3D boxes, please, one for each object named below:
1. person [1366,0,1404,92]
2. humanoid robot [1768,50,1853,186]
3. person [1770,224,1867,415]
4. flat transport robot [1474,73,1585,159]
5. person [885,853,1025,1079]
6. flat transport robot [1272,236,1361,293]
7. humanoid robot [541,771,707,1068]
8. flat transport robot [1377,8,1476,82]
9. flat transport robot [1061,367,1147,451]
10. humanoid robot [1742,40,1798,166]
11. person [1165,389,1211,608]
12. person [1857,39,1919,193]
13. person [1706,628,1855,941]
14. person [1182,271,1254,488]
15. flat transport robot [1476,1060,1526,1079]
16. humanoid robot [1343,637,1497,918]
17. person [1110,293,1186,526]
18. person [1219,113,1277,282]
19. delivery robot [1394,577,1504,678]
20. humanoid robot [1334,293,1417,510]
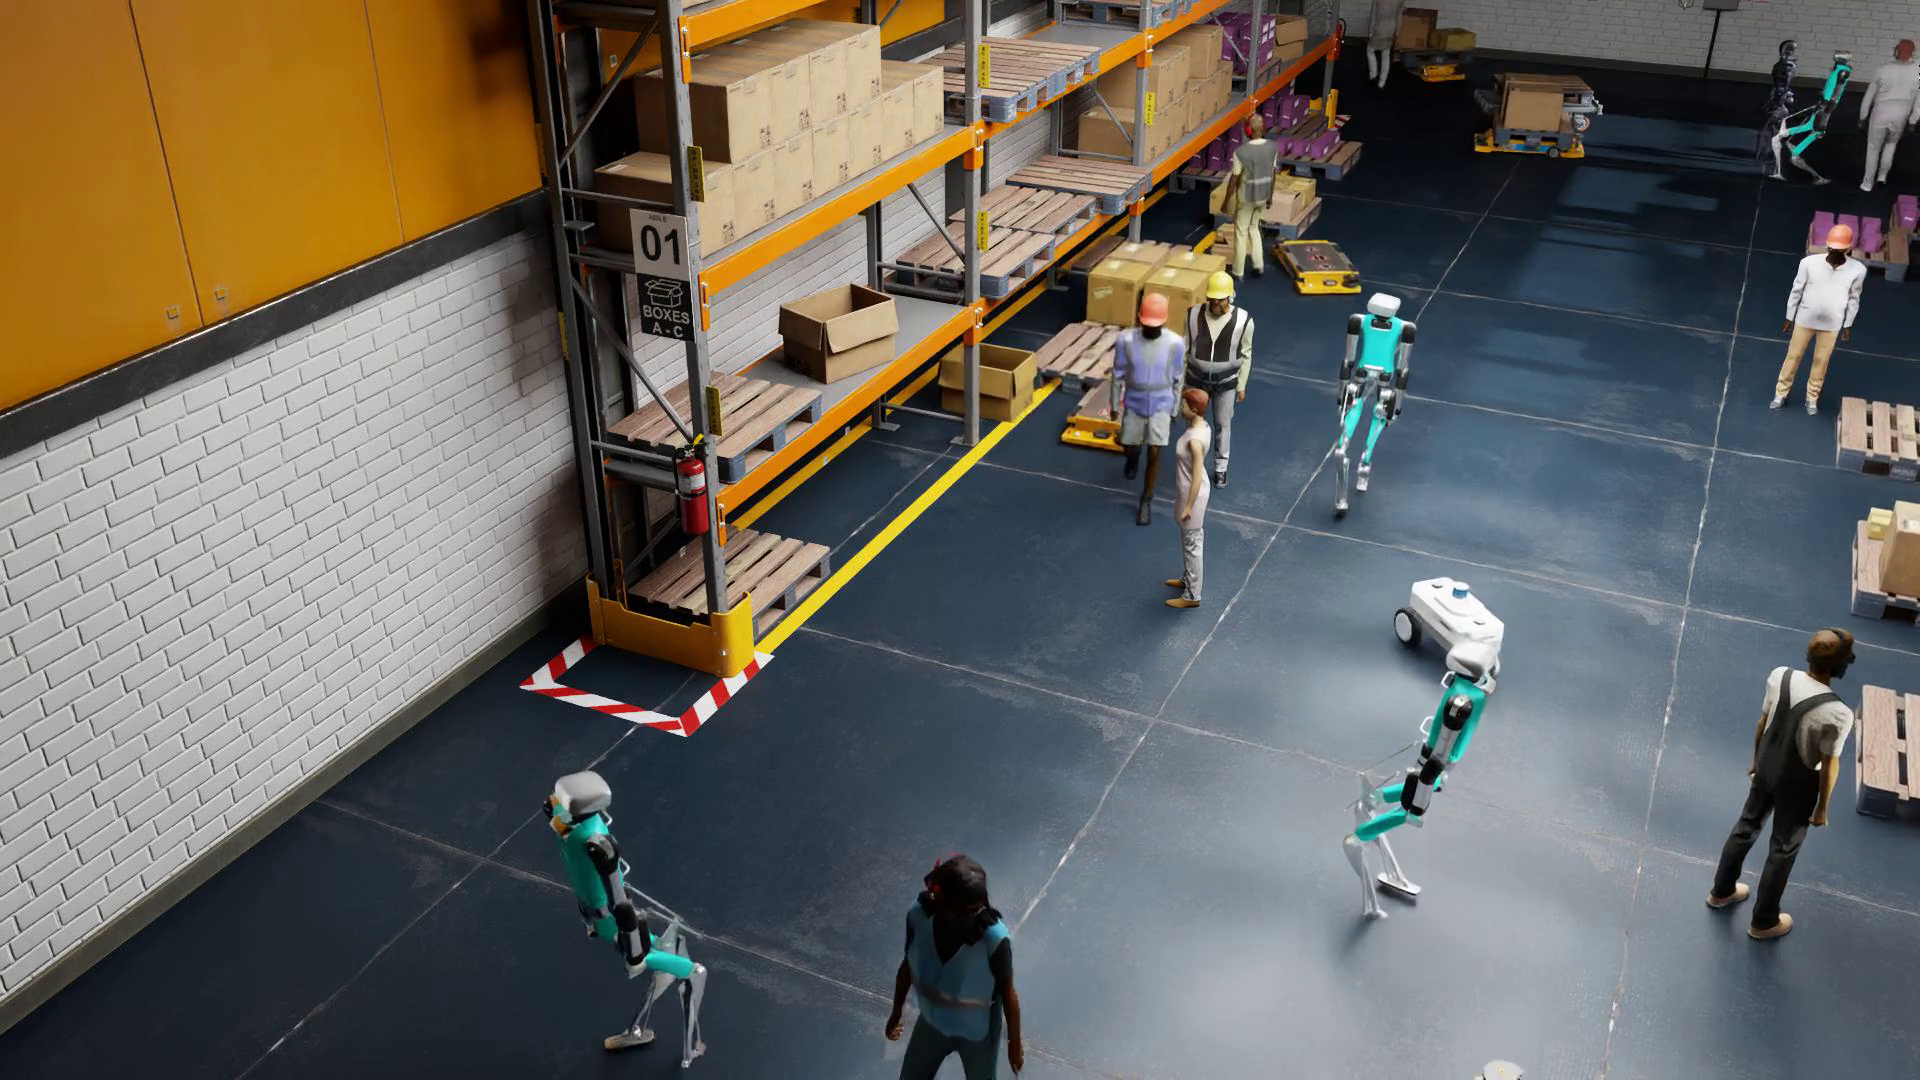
[{"bbox_3d":[6.548,-7.866,25.687,0.539,1.813,0.448,-1,28,-2],"label":"person"},{"bbox_3d":[10.716,-5.332,21.090,0.972,1.748,0.533,9,30,16],"label":"humanoid robot"},{"bbox_3d":[7.651,-1.962,14.800,0.565,1.750,0.340,12,31,22],"label":"person"},{"bbox_3d":[7.817,-5.458,22.849,1.431,0.231,0.659,7,29,13],"label":"flat transport robot"},{"bbox_3d":[-0.027,2.103,7.179,0.633,1.842,0.666,16,32,28],"label":"person"},{"bbox_3d":[3.925,-3.035,18.356,0.659,0.231,1.431,-1,28,-3],"label":"flat transport robot"},{"bbox_3d":[-1.495,1.774,7.892,0.783,1.789,0.539,-22,35,-35],"label":"humanoid robot"},{"bbox_3d":[7.551,-7.696,26.998,0.659,0.231,1.431,-7,29,-13],"label":"flat transport robot"},{"bbox_3d":[1.444,-1.175,14.907,0.659,0.231,1.431,11,30,19],"label":"flat transport robot"},{"bbox_3d":[10.743,-5.761,21.927,0.540,1.639,0.588,5,29,8],"label":"humanoid robot"},{"bbox_3d":[1.633,-0.301,11.819,0.271,1.657,0.462,4,29,8],"label":"person"},{"bbox_3d":[11.650,-5.331,20.902,0.665,1.887,0.532,7,29,12],"label":"person"},{"bbox_3d":[4.348,1.270,8.727,0.342,1.836,0.500,-11,30,-20],"label":"person"},{"bbox_3d":[2.046,-1.300,13.492,0.586,1.833,0.404,7,29,13],"label":"person"},{"bbox_3d":[2.747,2.911,7.330,0.659,0.231,1.431,2,28,4],"label":"flat transport robot"},{"bbox_3d":[2.357,1.255,8.849,0.764,1.772,0.530,15,32,26],"label":"humanoid robot"},{"bbox_3d":[1.463,-1.104,13.048,0.560,1.907,0.722,4,29,7],"label":"person"},{"bbox_3d":[3.112,-3.663,17.869,0.585,1.828,0.471,-17,33,-28],"label":"person"},{"bbox_3d":[3.375,0.567,11.391,0.499,0.609,0.805,-9,30,-16],"label":"delivery robot"},{"bbox_3d":[3.177,-0.987,13.058,0.535,1.776,1.021,11,30,20],"label":"humanoid robot"}]
